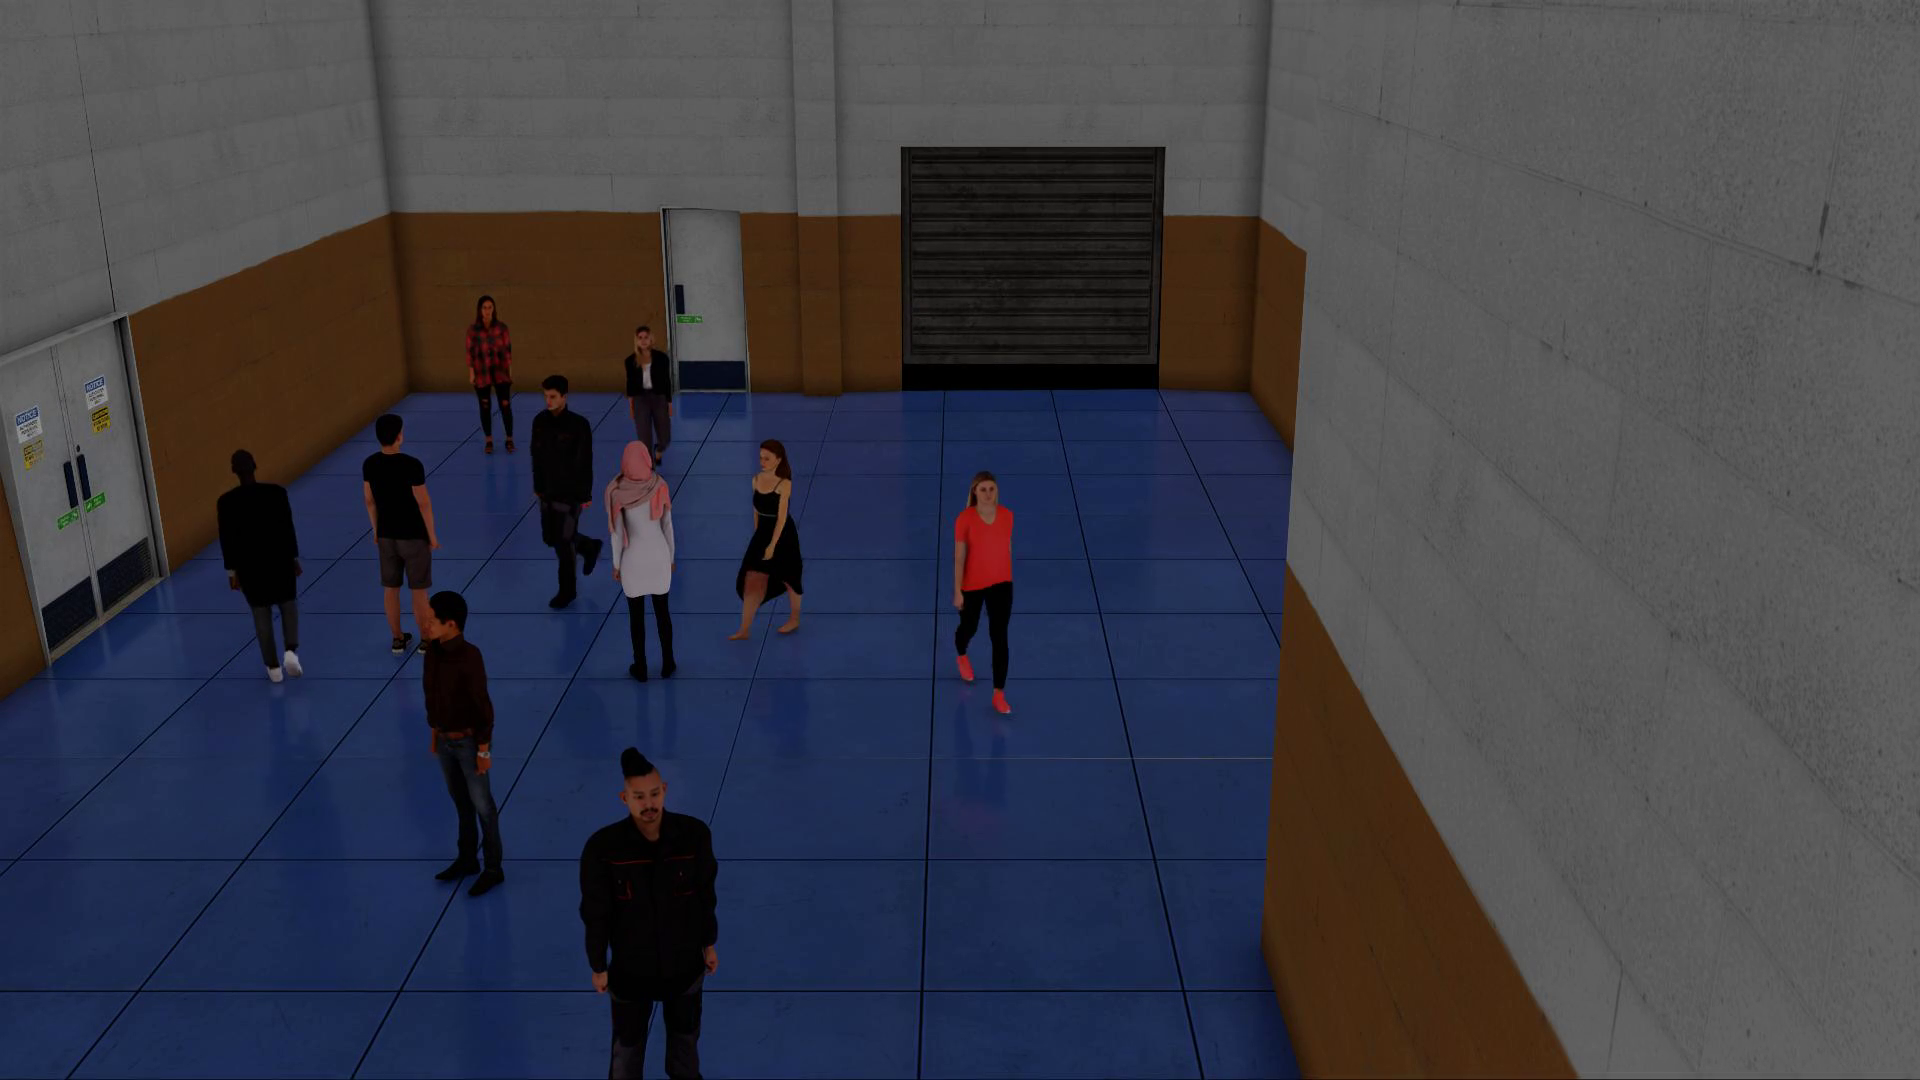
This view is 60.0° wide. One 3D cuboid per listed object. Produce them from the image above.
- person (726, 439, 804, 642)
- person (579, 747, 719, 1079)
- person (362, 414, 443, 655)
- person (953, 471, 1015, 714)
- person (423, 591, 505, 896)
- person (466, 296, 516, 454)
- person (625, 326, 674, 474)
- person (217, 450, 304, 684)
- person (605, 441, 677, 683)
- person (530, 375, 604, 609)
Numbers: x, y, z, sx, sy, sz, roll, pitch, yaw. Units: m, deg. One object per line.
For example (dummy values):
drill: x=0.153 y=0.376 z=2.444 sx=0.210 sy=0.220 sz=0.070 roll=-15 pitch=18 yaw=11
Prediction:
person: x=-1.358 y=-0.008 z=12.818 sx=0.990 sy=1.592 sz=0.942 roll=12 pitch=22 yaw=32
person: x=-1.320 y=1.753 z=7.145 sx=0.733 sy=1.856 sz=0.904 roll=-9 pitch=20 yaw=-24
person: x=-4.210 y=-0.045 z=12.507 sx=0.594 sy=1.861 sz=0.785 roll=4 pitch=19 yaw=11
person: x=0.133 y=0.324 z=11.733 sx=1.141 sy=1.657 sz=0.887 roll=-5 pitch=19 yaw=-14
person: x=-2.749 y=1.105 z=9.227 sx=0.675 sy=1.778 sz=0.770 roll=14 pitch=23 yaw=35
person: x=-5.080 y=-1.793 z=17.945 sx=0.641 sy=1.699 sz=0.760 roll=-5 pitch=19 yaw=-16
person: x=-3.082 y=-1.322 z=16.613 sx=0.870 sy=1.657 sz=0.764 roll=-3 pitch=19 yaw=-10
person: x=-4.963 y=0.223 z=11.885 sx=0.873 sy=1.751 sz=0.912 roll=-9 pitch=21 yaw=-25
person: x=-2.281 y=0.148 z=12.024 sx=0.641 sy=1.803 sz=0.768 roll=-6 pitch=20 yaw=-18
person: x=-3.182 y=-0.432 z=13.566 sx=1.056 sy=1.917 sz=1.035 roll=11 pitch=21 yaw=29
